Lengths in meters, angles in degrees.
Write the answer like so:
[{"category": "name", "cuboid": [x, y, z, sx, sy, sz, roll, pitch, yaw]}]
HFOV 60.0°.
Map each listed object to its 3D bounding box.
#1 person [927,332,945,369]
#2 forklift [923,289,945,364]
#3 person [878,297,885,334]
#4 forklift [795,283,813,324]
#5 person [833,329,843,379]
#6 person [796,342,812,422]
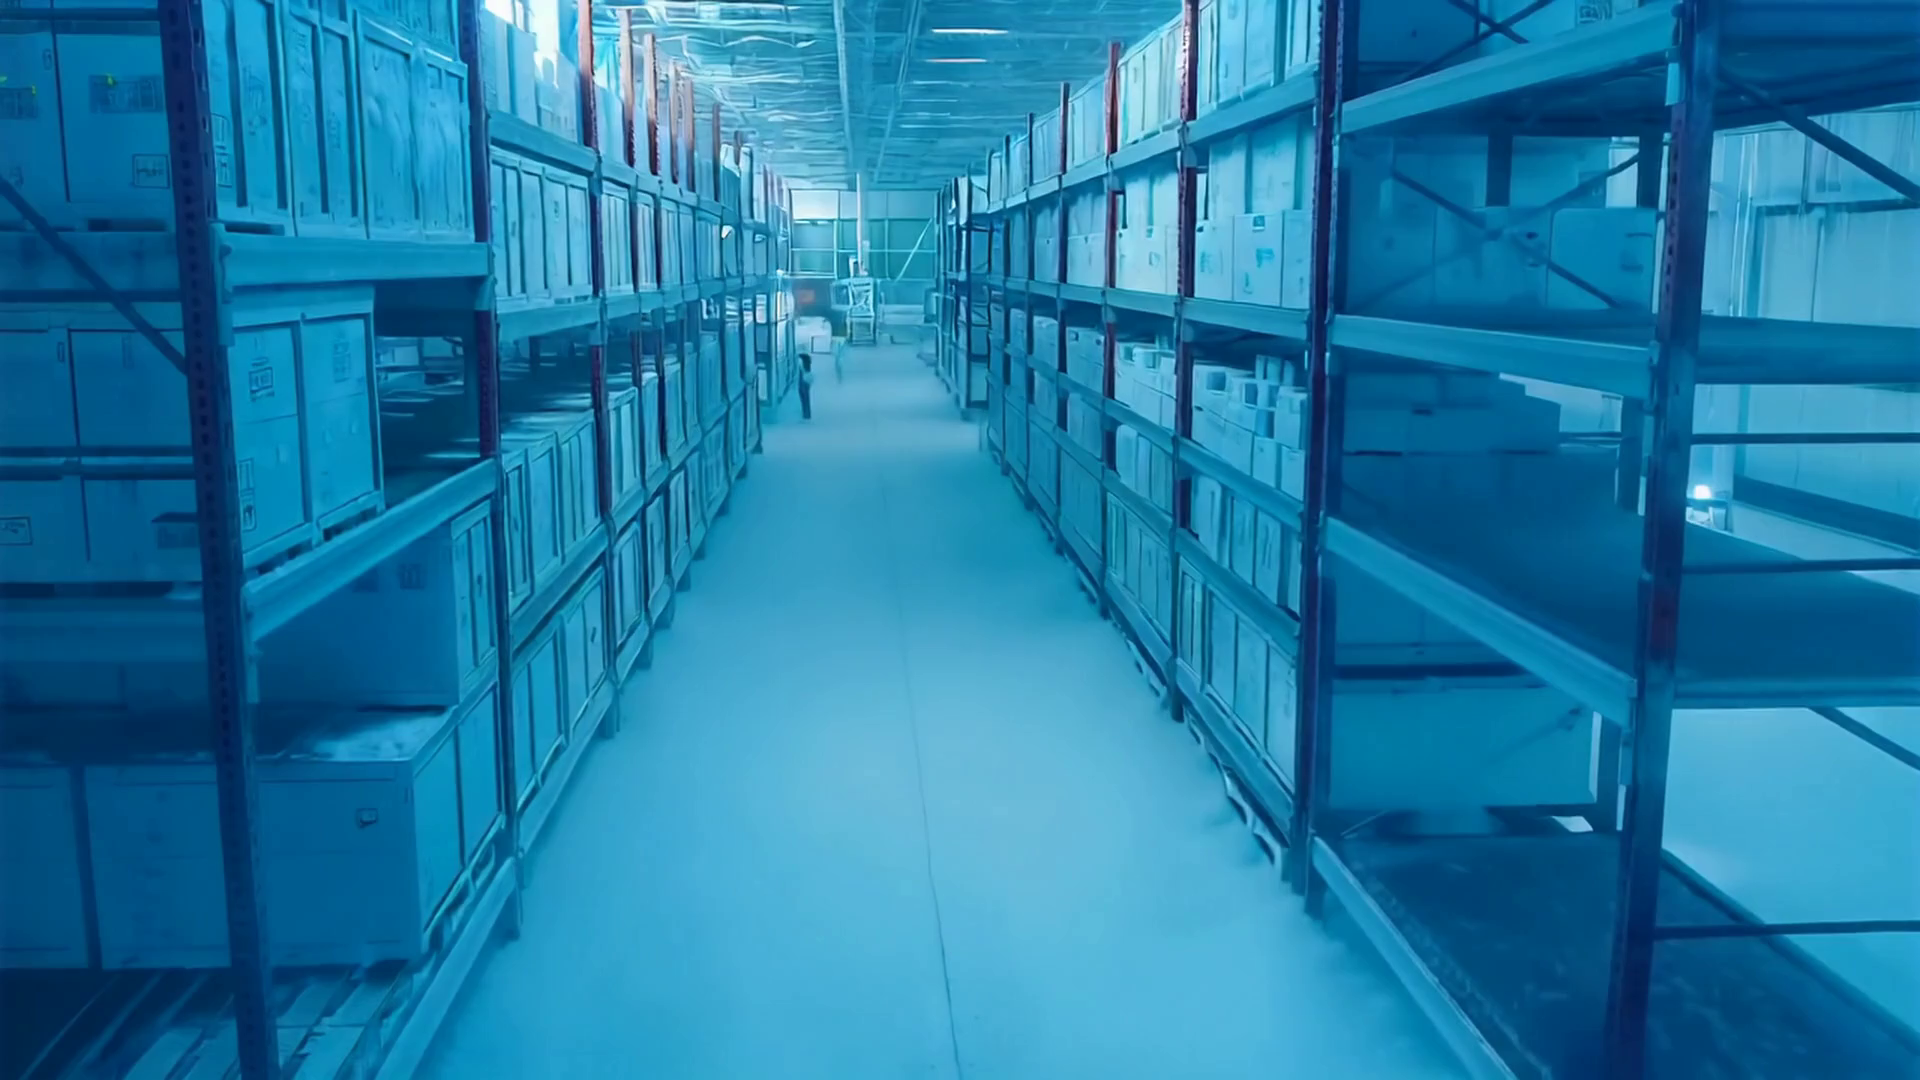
[{"category": "person", "cuboid": [-0.647, -7.067, 59.624, 0.988, 1.904, 0.634, -3, 10, -16]}, {"category": "forklift", "cuboid": [-0.809, -8.121, 62.977, 1.129, 2.768, 1.873, -1, 10, -3]}, {"category": "person", "cuboid": [-4.231, -12.040, 89.195, 0.364, 1.939, 0.636, -1, 10, -4]}, {"category": "forklift", "cuboid": [-7.352, -10.641, 78.034, 1.129, 2.768, 1.873, -1, 10, -4]}, {"category": "person", "cuboid": [-3.996, -6.087, 54.544, 0.310, 1.639, 0.522, 4, 10, 23]}, {"category": "person", "cuboid": [-3.752, -3.787, 39.959, 0.373, 1.916, 0.596, 2, 10, 13]}]
